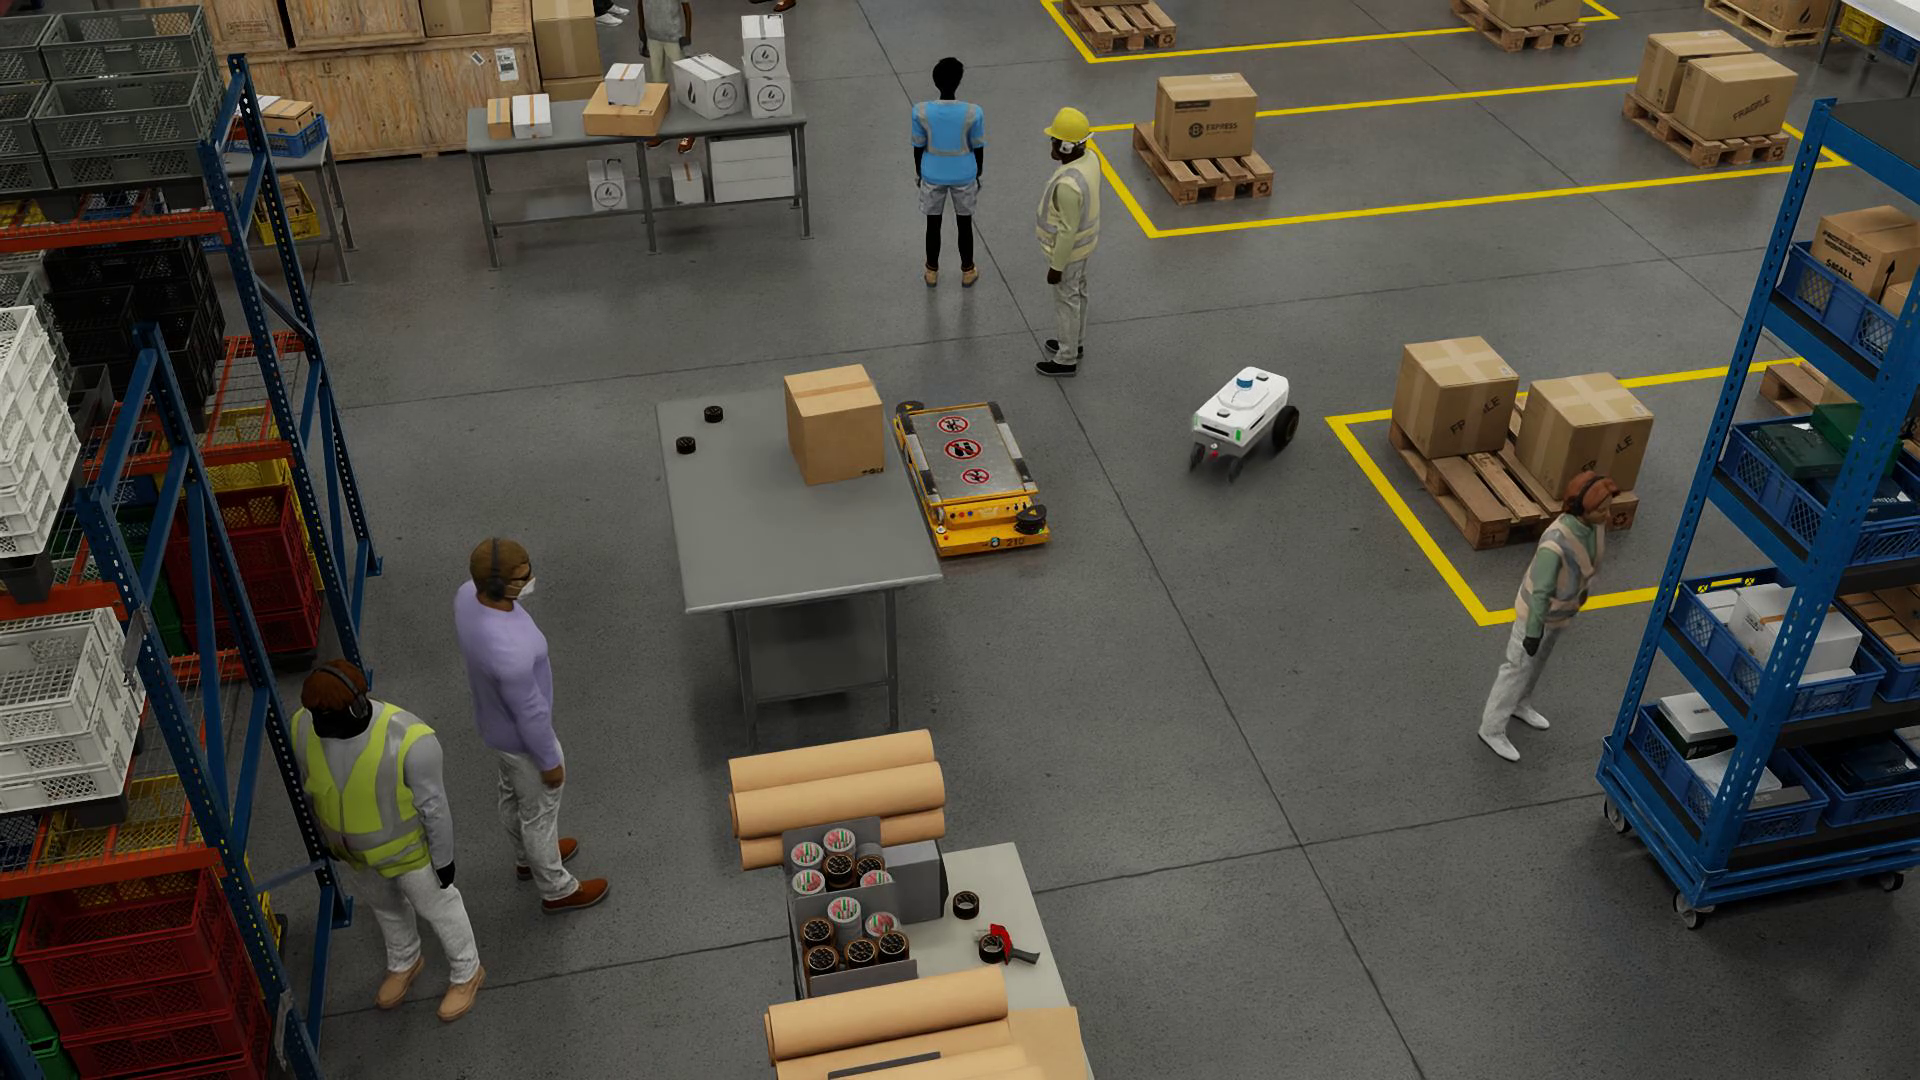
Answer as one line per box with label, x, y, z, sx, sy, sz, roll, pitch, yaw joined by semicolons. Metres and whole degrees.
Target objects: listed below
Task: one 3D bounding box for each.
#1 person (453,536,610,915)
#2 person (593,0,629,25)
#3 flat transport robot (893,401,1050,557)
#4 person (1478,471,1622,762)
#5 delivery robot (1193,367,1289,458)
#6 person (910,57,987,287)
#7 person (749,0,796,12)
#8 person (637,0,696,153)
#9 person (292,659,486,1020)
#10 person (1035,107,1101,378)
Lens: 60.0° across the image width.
person;-1.859;0.796;7.078;0.371;1.935;0.627;-21;42;-26
person;-3.567;-6.039;16.288;0.396;1.910;0.578;4;37;6
flat transport robot;0.046;-0.430;10.108;0.652;0.197;1.431;-8;37;-10
person;2.817;0.344;7.941;0.329;1.629;0.521;30;46;34
delivery robot;1.744;-0.809;10.306;0.477;0.478;0.707;23;42;28
person;-0.079;-2.595;11.832;0.535;1.697;0.318;2;37;3
person;-1.911;-6.289;16.622;0.653;1.907;0.408;30;46;34
person;-2.450;-4.138;13.768;0.510;1.865;0.329;13;39;17
person;-2.290;1.200;6.622;0.629;1.837;0.429;10;38;13
person;0.690;-1.928;10.821;0.403;1.835;0.588;11;38;14
